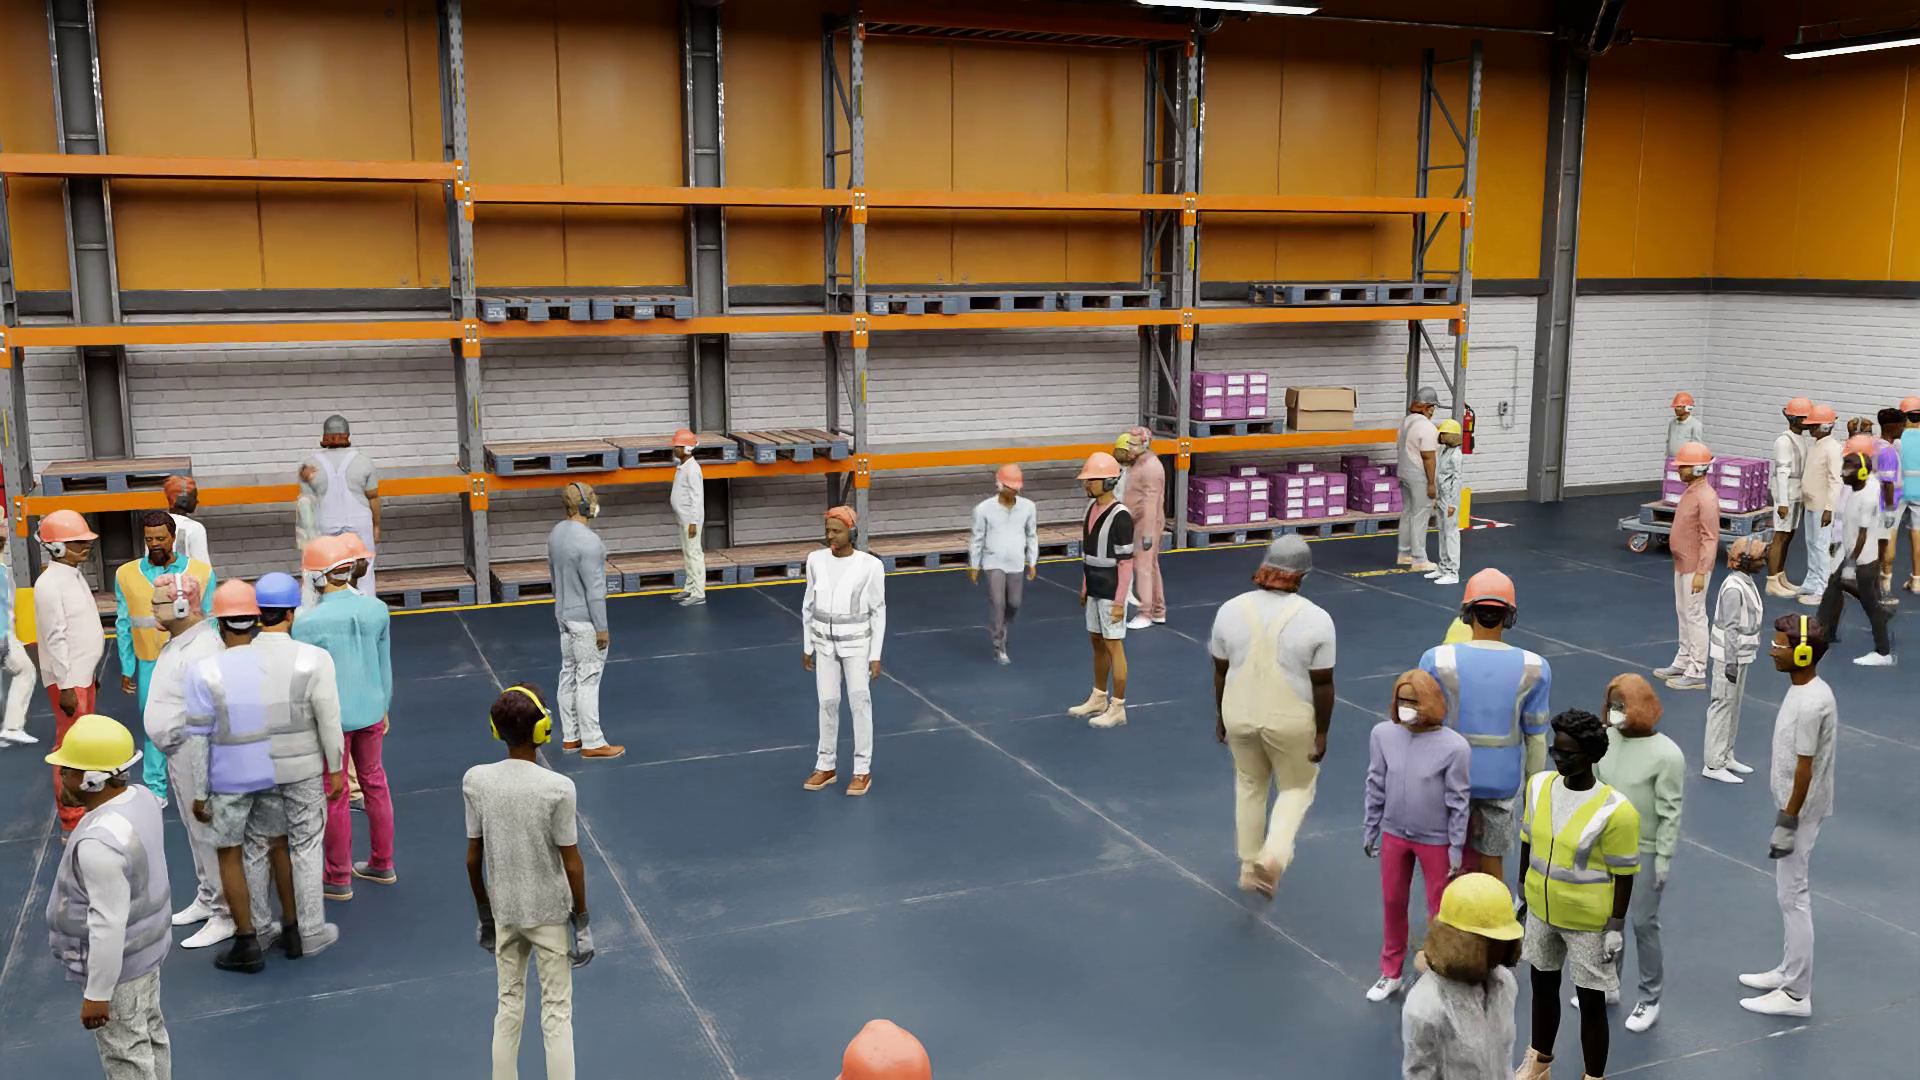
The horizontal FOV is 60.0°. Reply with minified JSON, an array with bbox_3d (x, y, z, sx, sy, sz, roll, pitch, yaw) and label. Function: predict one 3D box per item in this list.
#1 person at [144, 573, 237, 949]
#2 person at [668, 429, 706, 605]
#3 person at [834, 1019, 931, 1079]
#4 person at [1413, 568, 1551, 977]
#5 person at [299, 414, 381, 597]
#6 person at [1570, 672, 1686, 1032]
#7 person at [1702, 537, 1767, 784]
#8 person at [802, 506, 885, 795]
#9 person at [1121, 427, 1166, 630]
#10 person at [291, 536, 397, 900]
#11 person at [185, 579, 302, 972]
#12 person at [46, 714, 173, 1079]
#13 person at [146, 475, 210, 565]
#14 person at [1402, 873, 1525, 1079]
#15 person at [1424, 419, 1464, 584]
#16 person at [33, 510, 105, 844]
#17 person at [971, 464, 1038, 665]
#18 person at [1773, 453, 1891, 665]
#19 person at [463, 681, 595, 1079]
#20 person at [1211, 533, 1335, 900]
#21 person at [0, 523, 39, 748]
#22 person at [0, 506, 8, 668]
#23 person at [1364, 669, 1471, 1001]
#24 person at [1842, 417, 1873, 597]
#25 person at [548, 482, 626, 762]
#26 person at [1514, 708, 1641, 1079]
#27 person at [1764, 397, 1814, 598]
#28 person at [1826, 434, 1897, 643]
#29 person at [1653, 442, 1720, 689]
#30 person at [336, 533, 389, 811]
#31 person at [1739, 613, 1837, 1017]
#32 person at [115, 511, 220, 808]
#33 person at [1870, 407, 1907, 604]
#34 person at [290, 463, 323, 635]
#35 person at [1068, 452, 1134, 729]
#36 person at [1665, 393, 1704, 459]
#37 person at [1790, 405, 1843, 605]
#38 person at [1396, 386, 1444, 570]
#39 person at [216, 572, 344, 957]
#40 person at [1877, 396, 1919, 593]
[{"bbox_3d":[-3.903,1.104,8.442,0.405,1.906,0.652,-7,12,-34],"label":"person"},{"bbox_3d":[-2.721,-0.231,16.562,0.332,1.755,0.564,-4,11,-20],"label":"person"},{"bbox_3d":[-0.164,1.968,3.901,0.572,1.749,0.343,-8,13,-38],"label":"person"},{"bbox_3d":[2.451,1.140,7.903,0.609,2.029,0.408,1,10,6],"label":"person"},{"bbox_3d":[-5.651,-0.147,15.258,0.674,2.000,0.535,-2,10,-12],"label":"person"},{"bbox_3d":[3.036,1.396,7.555,0.277,1.629,0.512,-6,12,-31],"label":"person"},{"bbox_3d":[5.143,0.790,11.049,0.312,1.634,0.514,7,12,34],"label":"person"},{"bbox_3d":[-0.763,0.712,10.768,0.572,1.883,0.354,4,11,22],"label":"person"},{"bbox_3d":[1.704,-0.116,15.541,0.511,1.885,0.669,-2,10,-9],"label":"person"},{"bbox_3d":[-3.364,0.960,9.056,0.402,1.986,0.611,6,11,31],"label":"person"},{"bbox_3d":[-3.495,1.150,8.178,0.558,1.913,0.475,-8,13,-38],"label":"person"},{"bbox_3d":[-3.137,1.535,6.160,0.403,1.837,0.586,-2,10,-14],"label":"person"},{"bbox_3d":[-5.680,0.465,12.175,0.581,1.884,0.339,4,11,24],"label":"person"},{"bbox_3d":[1.442,1.794,4.982,0.495,1.719,0.715,-6,12,-33],"label":"person"},{"bbox_3d":[5.153,-0.412,17.634,0.290,1.745,0.493,0,10,-2],"label":"person"},{"bbox_3d":[-5.266,0.807,9.899,0.377,1.995,0.608,-3,10,-17],"label":"person"},{"bbox_3d":[0.367,0.167,14.390,0.594,1.720,0.711,-3,10,-15],"label":"person"},{"bbox_3d":[7.483,0.173,14.058,0.966,1.813,0.549,2,10,10],"label":"person"},{"bbox_3d":[-1.654,1.464,6.461,0.509,1.876,0.328,3,10,15],"label":"person"},{"bbox_3d":[1.680,0.944,8.973,0.696,2.000,0.691,6,11,30],"label":"person"},{"bbox_3d":[-6.778,0.671,11.725,0.532,1.615,0.479,7,12,36],"label":"person"},{"bbox_3d":[-8.139,0.252,13.785,0.329,1.751,0.563,0,10,1],"label":"person"},{"bbox_3d":[2.093,1.383,7.654,0.501,1.622,0.299,9,13,42],"label":"person"},{"bbox_3d":[9.071,-0.343,16.997,0.349,1.837,0.502,5,11,28],"label":"person"},{"bbox_3d":[-2.605,0.557,11.497,0.373,1.940,0.627,-8,13,-39],"label":"person"},{"bbox_3d":[2.459,1.508,6.718,0.315,1.695,0.541,-6,12,-31],"label":"person"},{"bbox_3d":[8.472,-0.437,16.923,0.376,2.041,0.615,8,13,40],"label":"person"},{"bbox_3d":[8.021,-0.003,14.852,0.751,1.906,0.550,2,10,9],"label":"person"},{"bbox_3d":[5.867,0.203,13.384,0.398,1.990,0.622,1,10,8],"label":"person"},{"bbox_3d":[-3.814,0.823,10.487,0.318,1.756,0.559,-3,10,-15],"label":"person"},{"bbox_3d":[3.842,1.259,7.678,0.324,1.867,0.500,4,11,23],"label":"person"},{"bbox_3d":[-4.923,0.762,10.374,0.589,1.920,0.392,-3,10,-16],"label":"person"},{"bbox_3d":[9.233,-0.353,16.660,0.367,1.966,0.606,2,10,12],"label":"person"},{"bbox_3d":[-5.916,0.084,15.159,0.371,1.615,0.627,-2,10,-12],"label":"person"},{"bbox_3d":[1.047,0.369,12.279,0.392,2.045,0.608,-4,11,-20],"label":"person"},{"bbox_3d":[9.018,-0.972,20.838,0.342,1.749,0.572,-3,10,-16],"label":"person"},{"bbox_3d":[8.549,-0.353,16.585,0.399,1.989,0.622,1,10,8],"label":"person"},{"bbox_3d":[5.129,-0.698,18.436,0.536,2.000,0.683,-2,10,-9],"label":"person"},{"bbox_3d":[-3.364,1.122,8.269,0.617,1.934,0.421,0,10,-2],"label":"person"},{"bbox_3d":[9.728,-0.464,17.119,0.614,2.035,0.409,2,10,10],"label":"person"}]
